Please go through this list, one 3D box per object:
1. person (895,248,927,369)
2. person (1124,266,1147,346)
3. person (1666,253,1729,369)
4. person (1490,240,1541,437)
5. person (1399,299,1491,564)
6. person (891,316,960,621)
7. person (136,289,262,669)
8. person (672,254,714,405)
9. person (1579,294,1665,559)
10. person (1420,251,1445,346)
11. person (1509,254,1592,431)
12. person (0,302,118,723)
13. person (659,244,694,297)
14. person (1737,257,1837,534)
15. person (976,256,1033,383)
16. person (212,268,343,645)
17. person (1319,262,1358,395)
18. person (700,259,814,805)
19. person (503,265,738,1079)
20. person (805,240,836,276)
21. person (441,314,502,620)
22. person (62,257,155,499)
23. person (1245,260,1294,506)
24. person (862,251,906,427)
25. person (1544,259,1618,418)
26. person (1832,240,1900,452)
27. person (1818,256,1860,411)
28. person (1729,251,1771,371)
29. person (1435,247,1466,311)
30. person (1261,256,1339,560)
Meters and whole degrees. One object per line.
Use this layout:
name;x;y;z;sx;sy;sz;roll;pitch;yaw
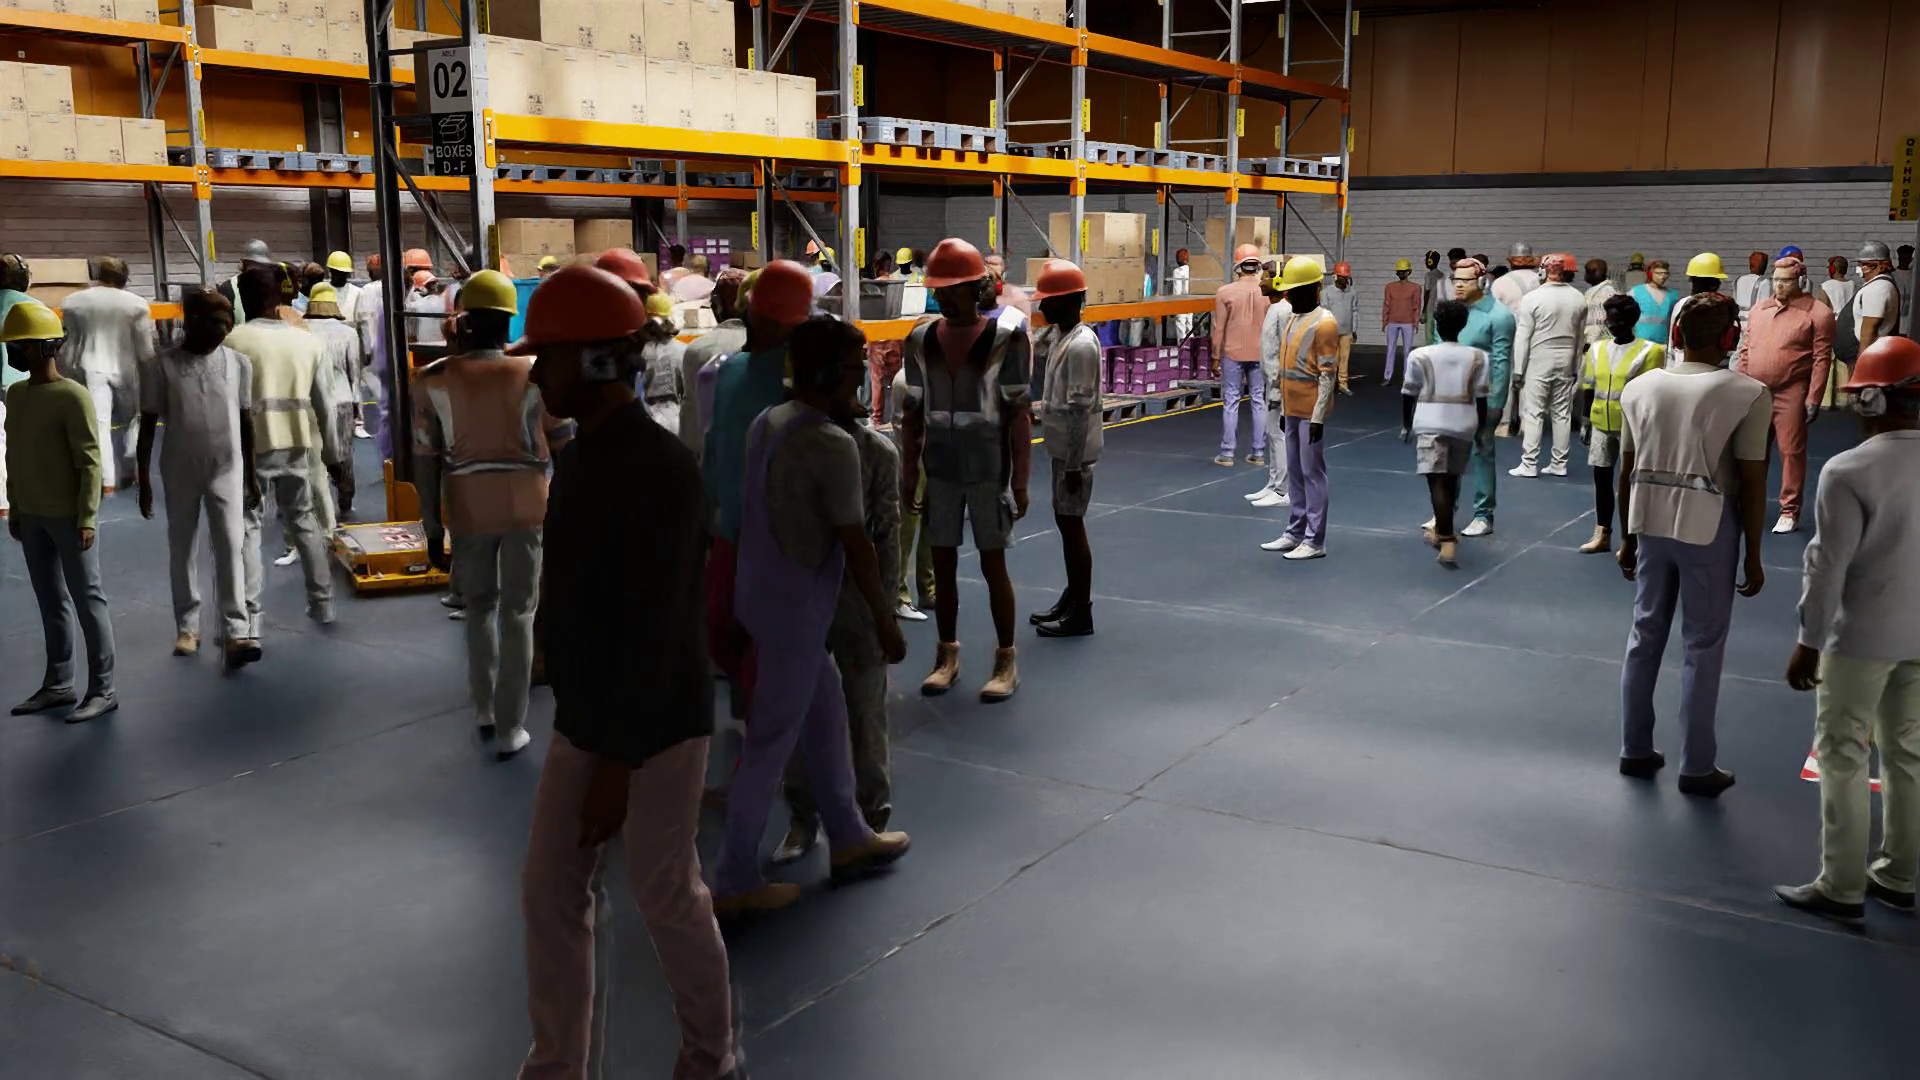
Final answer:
person;-0.778;-3.331;24.460;0.403;1.906;0.651;9;14;41
person;3.235;-4.603;31.455;0.616;1.933;0.429;-4;11;-20
person;5.463;-1.163;12.389;0.382;1.924;0.594;7;12;33
person;5.690;-2.060;17.042;0.699;2.000;0.568;-1;10;-8
person;3.069;-0.694;10.549;0.538;1.652;0.884;0;10;-2
person;-0.184;-0.384;8.917;0.288;1.625;0.497;7;12;35
person;-3.598;-0.283;7.890;0.569;1.778;0.964;-7;12;-33
person;-3.093;-2.348;19.148;0.651;1.874;0.977;7;12;34
person;4.208;-0.725;10.628;0.324;1.684;0.541;-8;13;-36
person;7.271;-3.513;25.616;0.327;1.861;0.500;10;14;43
person;6.205;-2.045;17.421;1.009;1.892;0.558;-2;10;-10
person;-3.826;-0.111;7.007;0.524;1.769;0.314;5;11;25
person;-3.913;-3.139;23.227;0.605;1.966;0.367;-6;12;-30
person;5.678;-1.002;11.558;0.409;1.908;0.638;-7;12;-33
person;0.234;-1.401;13.829;0.697;1.876;0.765;8;13;37
person;-3.525;-0.439;8.526;0.508;1.890;0.745;7;13;36
person;4.945;-2.748;21.685;0.568;1.743;0.353;-4;11;-19
person;-0.757;-0.023;5.988;0.503;1.960;0.660;-9;14;-41
person;-0.760;0.404;3.594;0.663;1.959;0.668;-8;13;-39
person;-1.812;-2.848;21.440;0.606;2.035;0.403;-7;13;-35
person;-2.601;-0.396;8.961;0.321;1.631;0.527;-1;10;-4
person;-6.801;-1.307;13.321;0.688;1.877;0.948;-4;11;-23
person;2.385;-1.187;12.680;0.328;1.873;0.517;1;10;3
person;-0.789;-2.099;17.646;0.598;1.908;0.410;-9;13;-40
person;6.933;-2.201;18.481;0.862;1.810;0.629;0;10;1
person;8.215;-1.713;15.125;0.535;2.000;0.684;7;12;32
person;10.378;-2.436;19.708;0.567;1.838;0.386;-3;11;-19
person;9.732;-2.601;20.491;0.338;1.882;0.575;-4;11;-19
person;6.327;-2.728;21.037;0.629;1.934;0.658;5;12;27
person;2.180;-0.833;10.589;0.376;1.918;0.584;-2;10;-12
